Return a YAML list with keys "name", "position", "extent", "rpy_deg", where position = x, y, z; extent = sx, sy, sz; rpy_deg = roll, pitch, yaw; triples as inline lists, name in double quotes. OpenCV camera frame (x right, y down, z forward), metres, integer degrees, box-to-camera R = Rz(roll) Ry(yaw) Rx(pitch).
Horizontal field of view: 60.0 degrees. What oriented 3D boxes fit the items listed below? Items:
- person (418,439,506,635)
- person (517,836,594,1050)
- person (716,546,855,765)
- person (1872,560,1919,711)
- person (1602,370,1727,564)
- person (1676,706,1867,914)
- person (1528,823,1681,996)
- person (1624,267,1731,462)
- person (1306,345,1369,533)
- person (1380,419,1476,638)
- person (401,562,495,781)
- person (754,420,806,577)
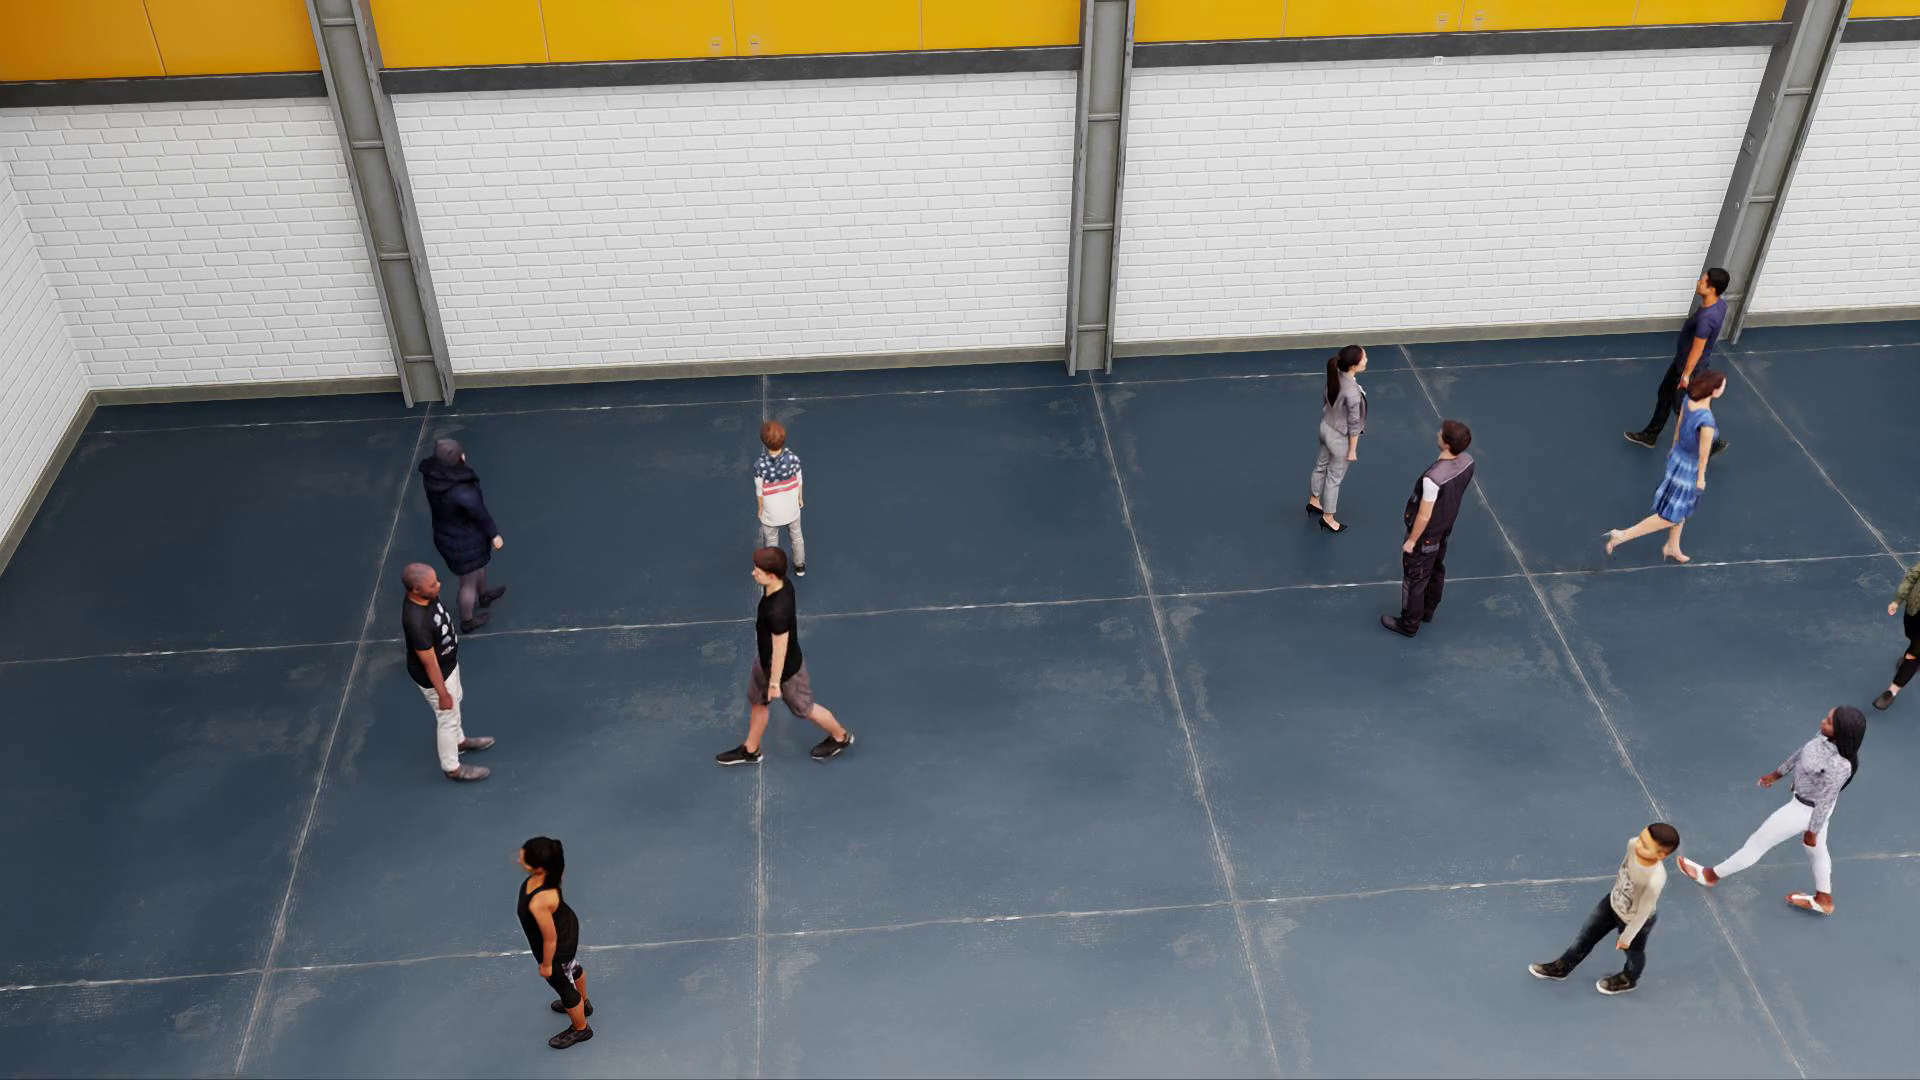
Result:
- name: "person"
  position: [-3.679, 0.020, 12.081]
  extent: [0.862, 1.662, 0.922]
  rpy_deg: [29, 47, 31]
- name: "person"
  position: [-2.268, 2.227, 9.324]
  extent: [0.522, 1.653, 0.579]
  rpy_deg: [-5, 39, -6]
- name: "person"
  position: [-1.092, 0.802, 10.972]
  extent: [1.228, 1.825, 0.814]
  rpy_deg: [-9, 39, -11]
- name: "person"
  position: [6.836, 0.475, 11.685]
  extent: [1.091, 1.445, 0.904]
  rpy_deg: [-24, 44, -27]
- name: "person"
  position: [5.421, -0.488, 12.615]
  extent: [1.044, 1.790, 0.762]
  rpy_deg: [1, 39, 1]
- name: "person"
  position: [5.192, 1.662, 10.016]
  extent: [1.254, 1.673, 1.022]
  rpy_deg: [17, 42, 20]
- name: "person"
  position: [3.934, 2.139, 9.601]
  extent: [0.860, 1.446, 0.597]
  rpy_deg: [-5, 39, -6]
- name: "person"
  position: [6.151, -1.429, 13.808]
  extent: [1.162, 1.772, 1.002]
  rpy_deg: [18, 42, 21]
- name: "person"
  position: [2.970, -0.813, 13.111]
  extent: [0.654, 1.678, 0.672]
  rpy_deg: [-11, 40, -13]
- name: "person"
  position: [3.433, -0.091, 12.071]
  extent: [0.712, 1.849, 0.798]
  rpy_deg: [-30, 48, -32]
- name: "person"
  position: [-3.447, 0.852, 10.929]
  extent: [0.643, 1.801, 0.684]
  rpy_deg: [-7, 39, -9]
- name: "person"
  position: [-1.374, -0.304, 12.665]
  extent: [0.506, 1.440, 0.628]
  rpy_deg: [-14, 41, -17]
